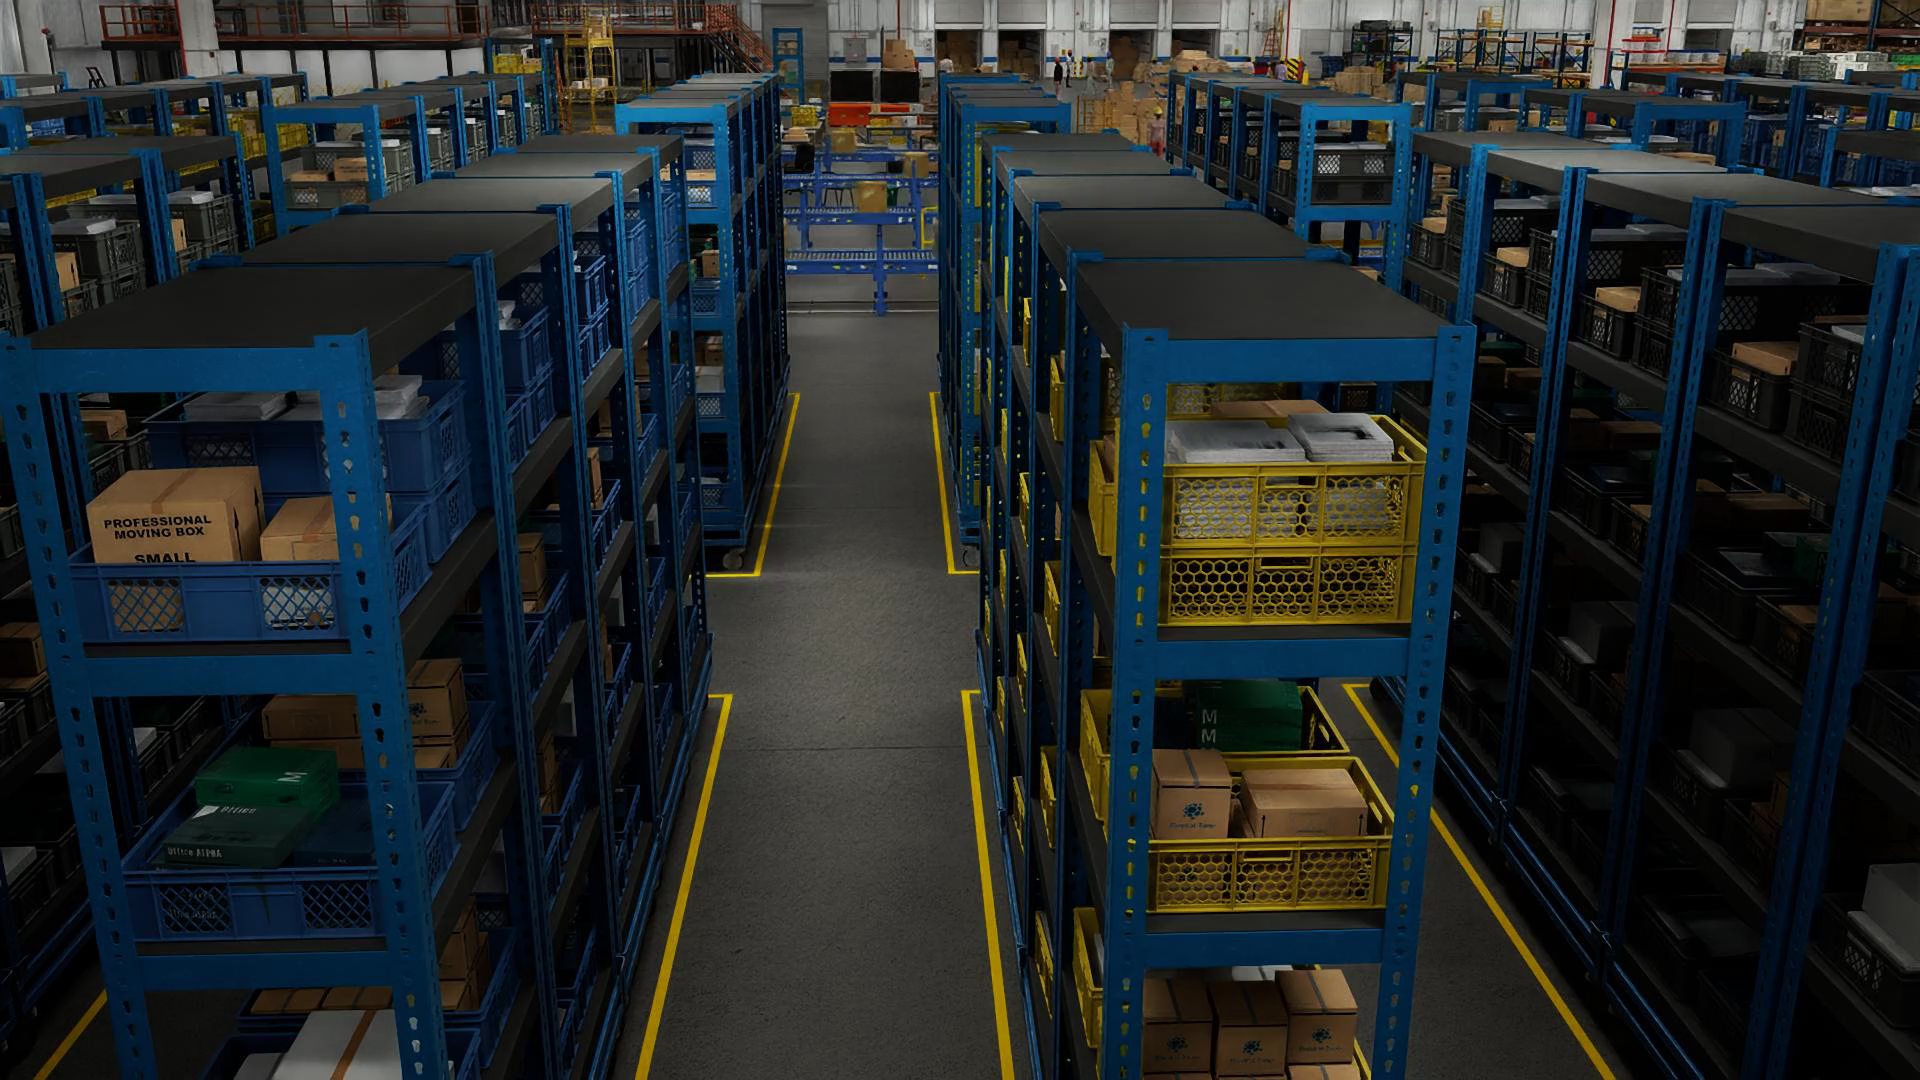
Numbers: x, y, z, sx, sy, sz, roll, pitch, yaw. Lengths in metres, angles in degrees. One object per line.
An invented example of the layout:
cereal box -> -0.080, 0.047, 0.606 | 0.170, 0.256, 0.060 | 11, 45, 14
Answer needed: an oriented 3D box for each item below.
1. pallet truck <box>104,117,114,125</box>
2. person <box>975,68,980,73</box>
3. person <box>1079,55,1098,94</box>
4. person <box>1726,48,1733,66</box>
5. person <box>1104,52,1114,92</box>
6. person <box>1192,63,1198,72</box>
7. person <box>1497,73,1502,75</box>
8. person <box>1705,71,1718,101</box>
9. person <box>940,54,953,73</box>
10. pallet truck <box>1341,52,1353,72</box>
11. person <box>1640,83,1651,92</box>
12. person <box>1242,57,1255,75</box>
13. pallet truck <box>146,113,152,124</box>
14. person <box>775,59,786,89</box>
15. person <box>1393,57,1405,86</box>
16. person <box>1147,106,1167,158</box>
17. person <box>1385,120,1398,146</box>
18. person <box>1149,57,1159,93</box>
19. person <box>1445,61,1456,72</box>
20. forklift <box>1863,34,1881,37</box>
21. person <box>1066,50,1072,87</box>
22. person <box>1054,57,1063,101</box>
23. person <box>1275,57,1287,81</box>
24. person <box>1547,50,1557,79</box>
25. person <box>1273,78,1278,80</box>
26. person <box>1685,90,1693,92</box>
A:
pallet truck -> -18.367, -7.885, 35.078 | 1.885, 1.965, 0.823 | 1, 18, 2
person -> 0.687, -17.414, 64.796 | 0.500, 1.861, 0.328 | -11, 21, -30
person -> 6.325, -22.767, 81.332 | 1.017, 1.867, 0.603 | -4, 18, -11
person -> 41.639, -25.664, 90.215 | 0.368, 1.932, 0.622 | 1, 18, 3
person -> 7.468, -23.454, 83.335 | 0.397, 1.944, 0.616 | -8, 20, -24
person -> 9.258, -17.798, 65.708 | 0.603, 2.034, 0.417 | 5, 19, 15
person -> 18.262, -14.926, 56.795 | 0.691, 2.000, 0.696 | 6, 19, 19
person -> 32.211, -19.563, 71.384 | 0.557, 1.889, 0.961 | 15, 23, 39
person -> -0.644, -22.583, 80.655 | 0.630, 1.940, 0.372 | 1, 18, 4
pallet truck -> 18.794, -23.123, 82.231 | 0.823, 1.965, 1.885 | -13, 22, -35
person -> 33.812, -22.992, 81.940 | 0.588, 1.924, 0.650 | 1, 18, 2
person -> 13.932, -22.382, 80.274 | 0.651, 1.789, 0.977 | 17, 25, 42
pallet truck -> -18.087, -8.309, 36.390 | 1.885, 1.965, 0.823 | -1, 18, -4
person -> -8.758, -22.634, 81.021 | 0.631, 1.801, 0.800 | 0, 18, 0
person -> 22.097, -23.431, 83.687 | 0.561, 1.676, 0.484 | 5, 19, 15
person -> 5.087, -10.351, 43.108 | 0.534, 1.755, 0.512 | -3, 18, -10
person -> 12.075, -11.264, 46.045 | 0.553, 1.663, 0.769 | -1, 18, -3
person -> 9.633, -23.114, 82.614 | 0.491, 1.741, 0.323 | 4, 18, 11
person -> 22.564, -21.163, 76.579 | 0.555, 1.749, 0.344 | 9, 20, 25
forklift -> 45.817, -24.194, 84.132 | 1.129, 2.768, 1.873 | 12, 21, 33
person -> 5.759, -24.874, 87.743 | 0.364, 1.939, 0.542 | 3, 18, 8
person -> 4.354, -20.538, 74.252 | 0.389, 1.986, 0.608 | -9, 20, -27
person -> 14.665, -21.053, 75.938 | 0.585, 1.928, 0.368 | 11, 21, 30
person -> 31.985, -25.509, 89.798 | 0.935, 1.899, 0.545 | -12, 22, -34
person -> 10.716, -14.877, 56.942 | 0.425, 1.849, 0.565 | 1, 18, 4
person -> 27.416, -16.815, 62.807 | 0.546, 1.938, 0.360 | 17, 24, 41
